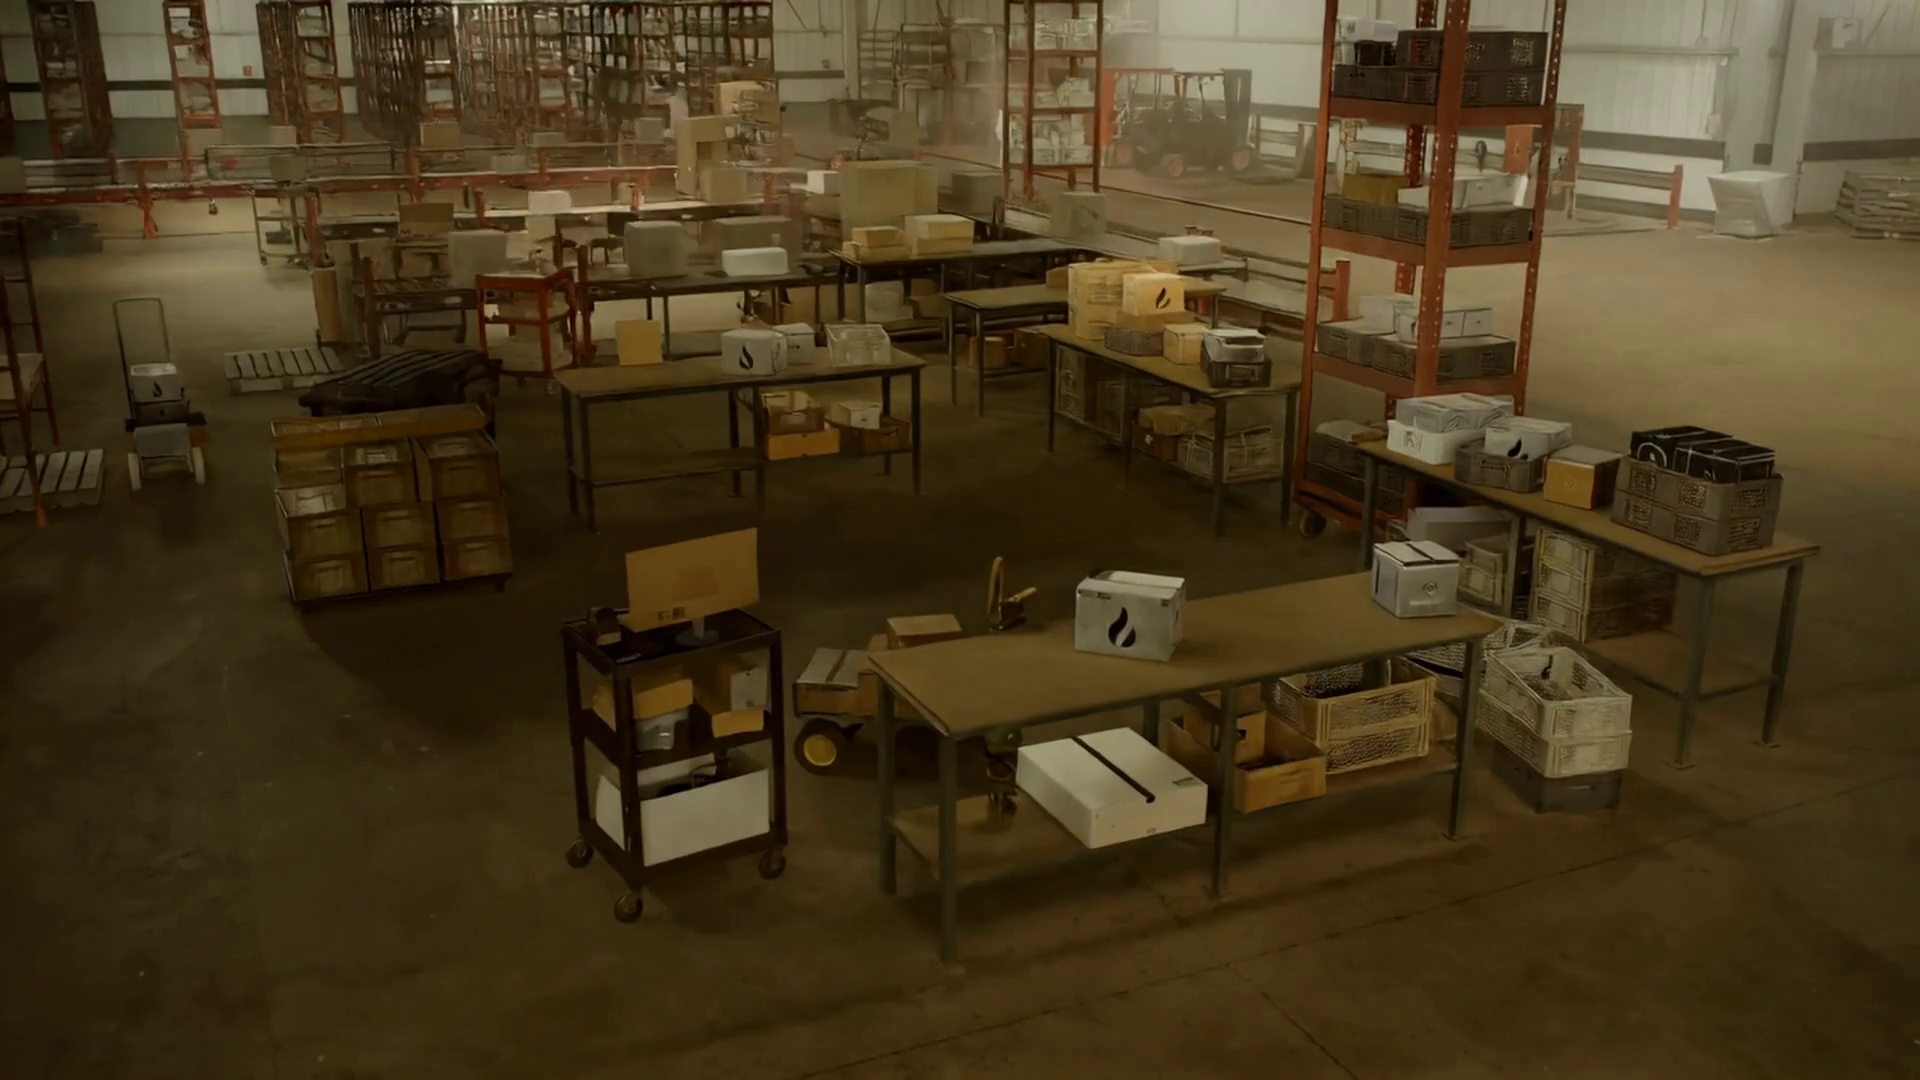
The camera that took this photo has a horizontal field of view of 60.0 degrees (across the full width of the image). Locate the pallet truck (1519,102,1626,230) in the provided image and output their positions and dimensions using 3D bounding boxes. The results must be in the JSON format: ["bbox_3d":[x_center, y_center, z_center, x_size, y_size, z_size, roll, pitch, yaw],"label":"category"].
[{"bbox_3d":[9.972,-6.037,26.785,1.885,1.965,0.823,-9,20,-25],"label":"pallet truck"}]

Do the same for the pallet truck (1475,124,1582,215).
[{"bbox_3d":[9.707,-6.455,28.103,1.885,1.965,0.823,-7,19,-20],"label":"pallet truck"}]

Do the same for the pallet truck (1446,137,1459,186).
[{"bbox_3d":[9.184,-6.485,29.328,1.630,1.274,0.653,-8,19,-23],"label":"pallet truck"}]

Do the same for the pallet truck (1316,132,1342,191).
[{"bbox_3d":[7.723,-7.504,32.656,1.601,1.201,0.680,-8,19,-23],"label":"pallet truck"}]

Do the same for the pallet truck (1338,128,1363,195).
[{"bbox_3d":[7.845,-7.140,31.411,1.522,1.261,0.704,-9,20,-25],"label":"pallet truck"}]

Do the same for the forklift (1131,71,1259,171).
[{"bbox_3d":[4.998,-8.936,35.413,2.680,1.987,1.157,-9,20,-25],"label":"forklift"}]

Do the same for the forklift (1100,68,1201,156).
[{"bbox_3d":[4.082,-9.564,37.410,2.680,1.987,1.157,-8,19,-23],"label":"forklift"}]

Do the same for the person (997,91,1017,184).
[{"bbox_3d":[0.956,-8.138,33.671,0.404,1.831,0.600,3,18,10],"label":"person"}]

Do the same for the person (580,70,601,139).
[{"bbox_3d":[-10.124,-11.932,45.606,0.564,1.842,0.392,4,18,11],"label":"person"}]

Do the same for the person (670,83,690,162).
[{"bbox_3d":[-6.003,-9.020,36.383,0.913,1.866,0.671,-5,18,-16],"label":"person"}]
